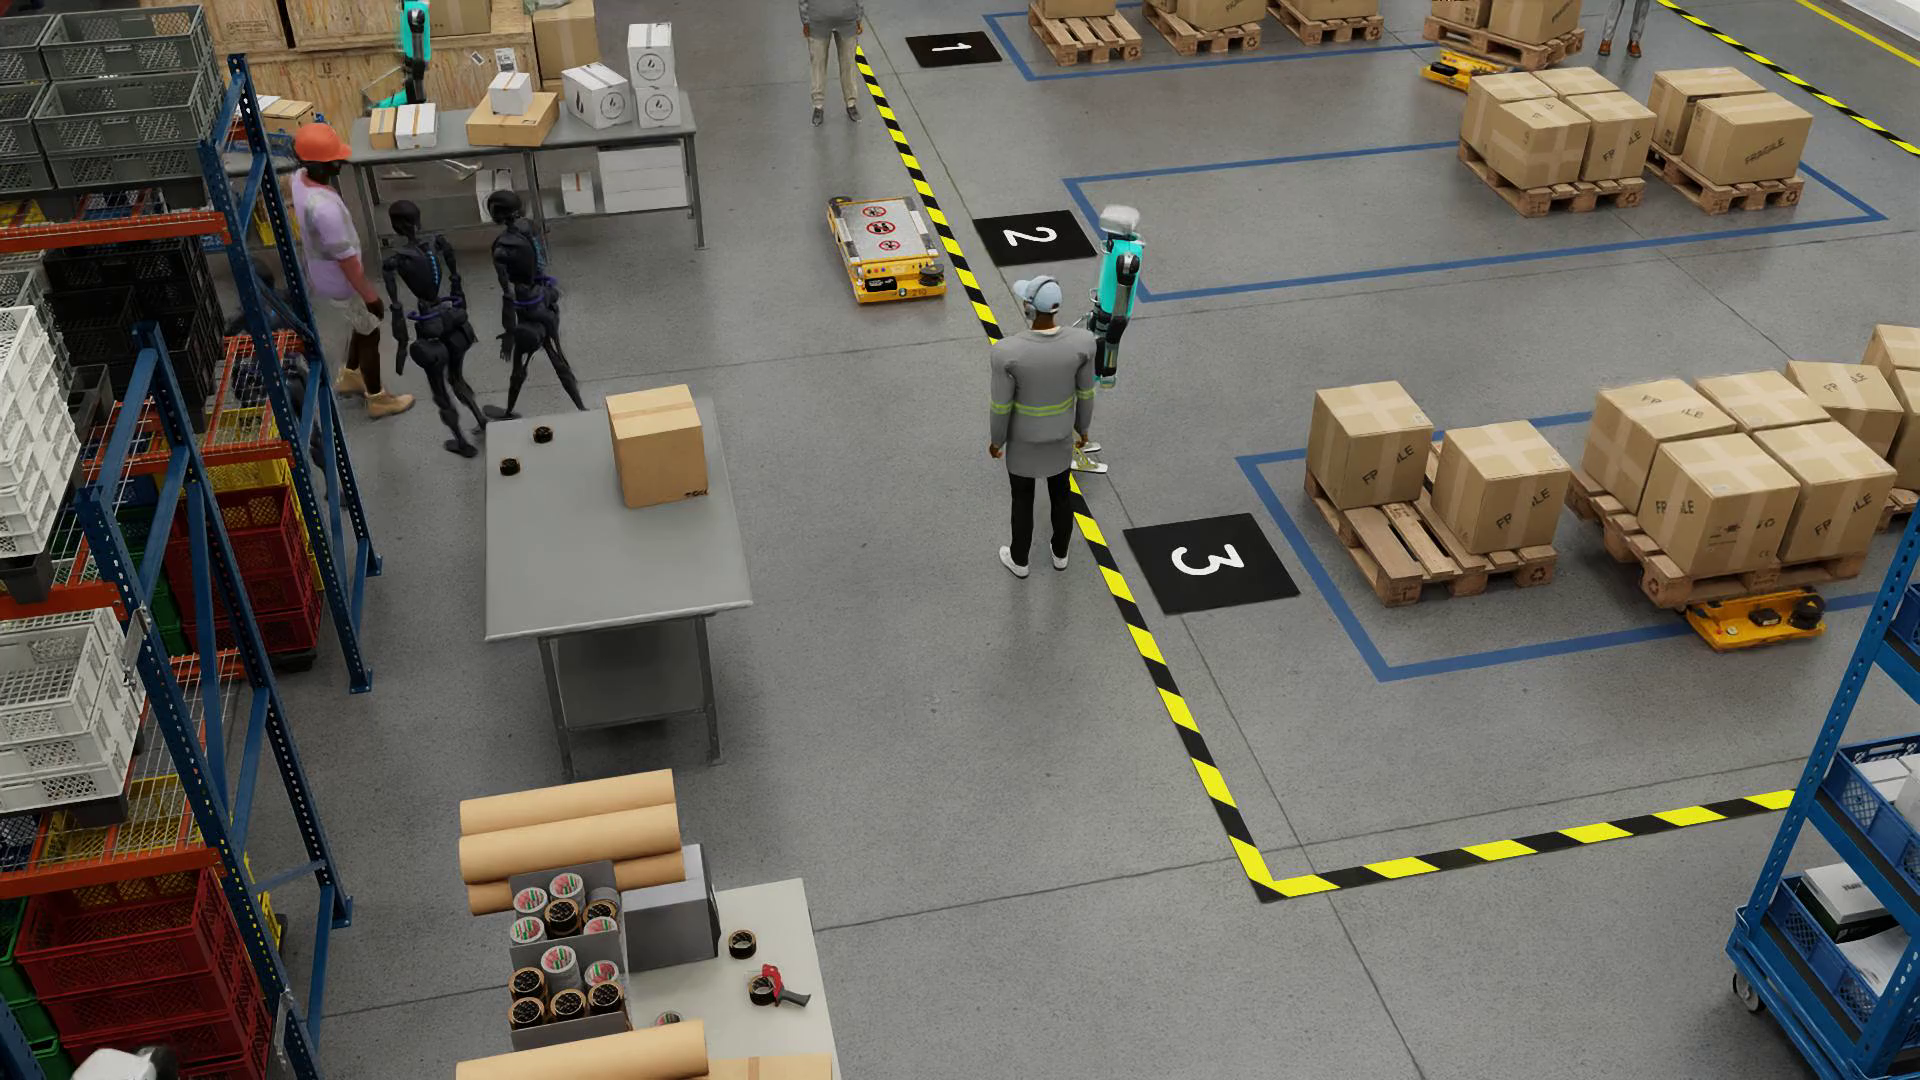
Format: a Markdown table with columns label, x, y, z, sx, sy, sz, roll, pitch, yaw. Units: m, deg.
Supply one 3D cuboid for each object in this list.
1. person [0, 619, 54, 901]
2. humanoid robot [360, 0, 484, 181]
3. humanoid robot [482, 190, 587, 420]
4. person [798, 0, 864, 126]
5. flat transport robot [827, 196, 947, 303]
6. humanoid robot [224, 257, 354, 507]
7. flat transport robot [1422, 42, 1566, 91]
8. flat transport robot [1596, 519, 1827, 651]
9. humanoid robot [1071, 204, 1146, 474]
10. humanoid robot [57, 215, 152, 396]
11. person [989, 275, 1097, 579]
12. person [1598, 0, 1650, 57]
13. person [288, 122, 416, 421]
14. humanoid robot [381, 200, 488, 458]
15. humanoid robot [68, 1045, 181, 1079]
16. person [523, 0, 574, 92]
| label | x | y | z | sx | sy | sz | roll | pitch | yaw |
| --- | --- | --- | --- | --- | --- | --- | --- | --- | --- |
| person | -4.201 | 0.823 | 7.140 | 0.622 | 1.835 | 0.431 | -21 | 42 | -26 |
| humanoid robot | -4.405 | -3.545 | 13.082 | 1.039 | 1.734 | 0.550 | -10 | 38 | -13 |
| humanoid robot | -2.693 | -1.416 | 10.311 | 0.763 | 1.626 | 0.590 | 6 | 37 | 8 |
| person | -1.103 | -4.465 | 14.297 | 0.570 | 1.769 | 0.397 | -7 | 37 | -9 |
| flat transport robot | -0.570 | -2.220 | 12.538 | 0.659 | 0.231 | 1.431 | -8 | 37 | -10 |
| humanoid robot | -3.984 | -0.924 | 9.672 | 0.803 | 1.627 | 0.614 | 22 | 42 | 27 |
| flat transport robot | 5.040 | -4.541 | 15.634 | 1.431 | 0.197 | 0.652 | -29 | 45 | -33 |
| flat transport robot | 4.200 | 0.069 | 9.437 | 0.652 | 0.197 | 1.431 | -8 | 37 | -10 |
| humanoid robot | 0.682 | -1.170 | 9.788 | 0.735 | 1.673 | 0.533 | -1 | 37 | -1 |
| humanoid robot | -5.146 | -1.263 | 10.076 | 0.600 | 1.645 | 0.414 | -7 | 37 | -9 |
| person | 0.434 | -0.610 | 9.046 | 0.596 | 1.852 | 0.372 | -9 | 38 | -12 |
| person | 6.396 | -5.461 | 15.541 | 0.589 | 1.881 | 0.379 | 6 | 37 | 9 |
| person | -3.785 | -1.635 | 10.279 | 0.424 | 2.021 | 0.629 | -19 | 41 | -23 |
| humanoid robot | -3.164 | -1.256 | 10.075 | 0.444 | 1.635 | 0.585 | 20 | 41 | 24 |
| humanoid robot | -2.308 | 2.239 | 5.298 | 0.976 | 1.726 | 0.548 | 4 | 37 | 5 |
| person | -3.467 | -4.513 | 14.224 | 0.412 | 1.939 | 0.602 | 22 | 42 | 27 |
